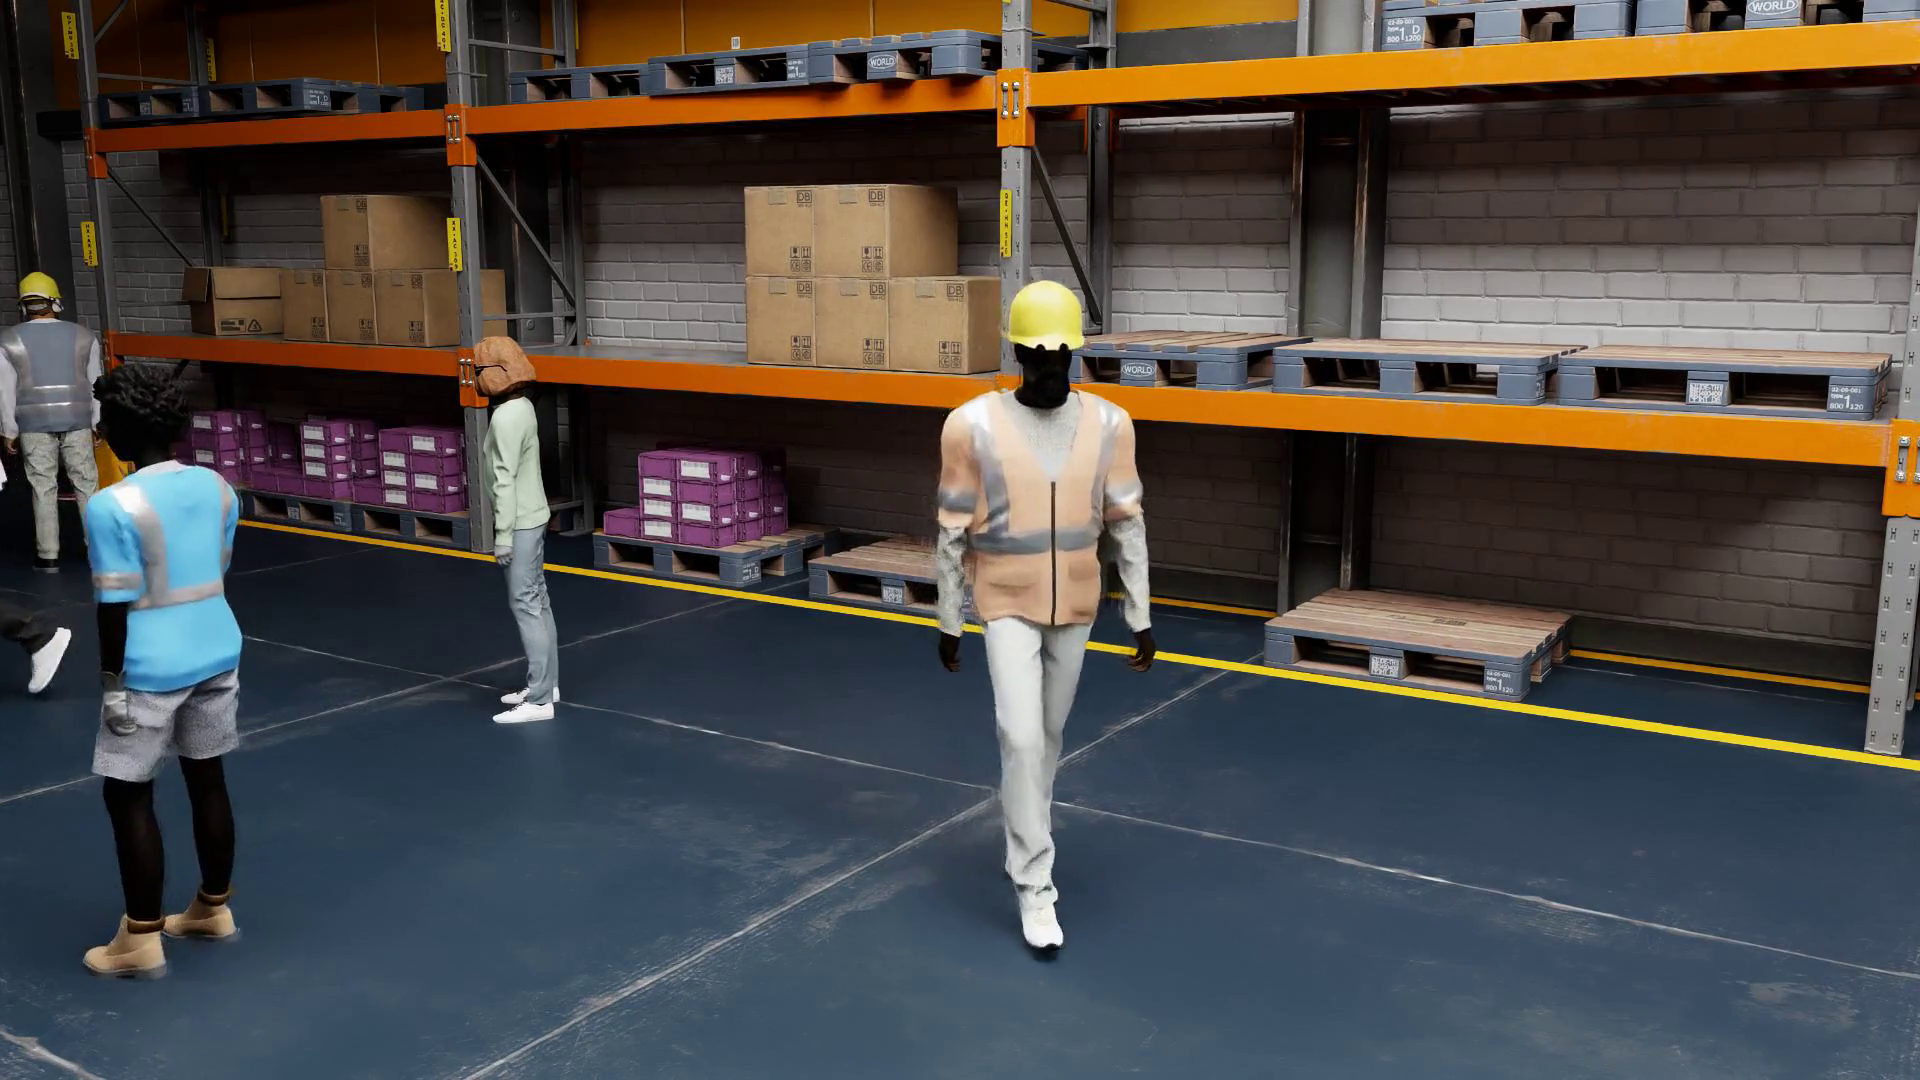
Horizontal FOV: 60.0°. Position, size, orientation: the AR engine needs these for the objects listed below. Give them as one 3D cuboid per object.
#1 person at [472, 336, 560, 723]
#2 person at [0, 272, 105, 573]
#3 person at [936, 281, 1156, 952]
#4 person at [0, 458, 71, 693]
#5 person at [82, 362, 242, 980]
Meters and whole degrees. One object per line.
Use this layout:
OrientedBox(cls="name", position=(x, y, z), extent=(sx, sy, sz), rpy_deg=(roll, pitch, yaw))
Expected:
OrientedBox(cls="person", position=(-1.884, -0.045, 7.043), extent=(0.288, 1.626, 0.497), rpy_deg=(-1, 10, -7))
OrientedBox(cls="person", position=(-5.540, -0.711, 10.158), extent=(0.591, 1.829, 0.404), rpy_deg=(-8, 13, -38))
OrientedBox(cls="person", position=(0.276, 0.213, 4.832), extent=(0.610, 1.894, 0.830), rpy_deg=(-3, 11, -17))
OrientedBox(cls="person", position=(-4.279, -0.205, 7.137), extent=(0.595, 1.905, 0.615), rpy_deg=(-5, 11, -25))
OrientedBox(cls="person", position=(-2.213, 0.357, 4.631), extent=(0.361, 1.696, 0.549), rpy_deg=(3, 11, 16))
